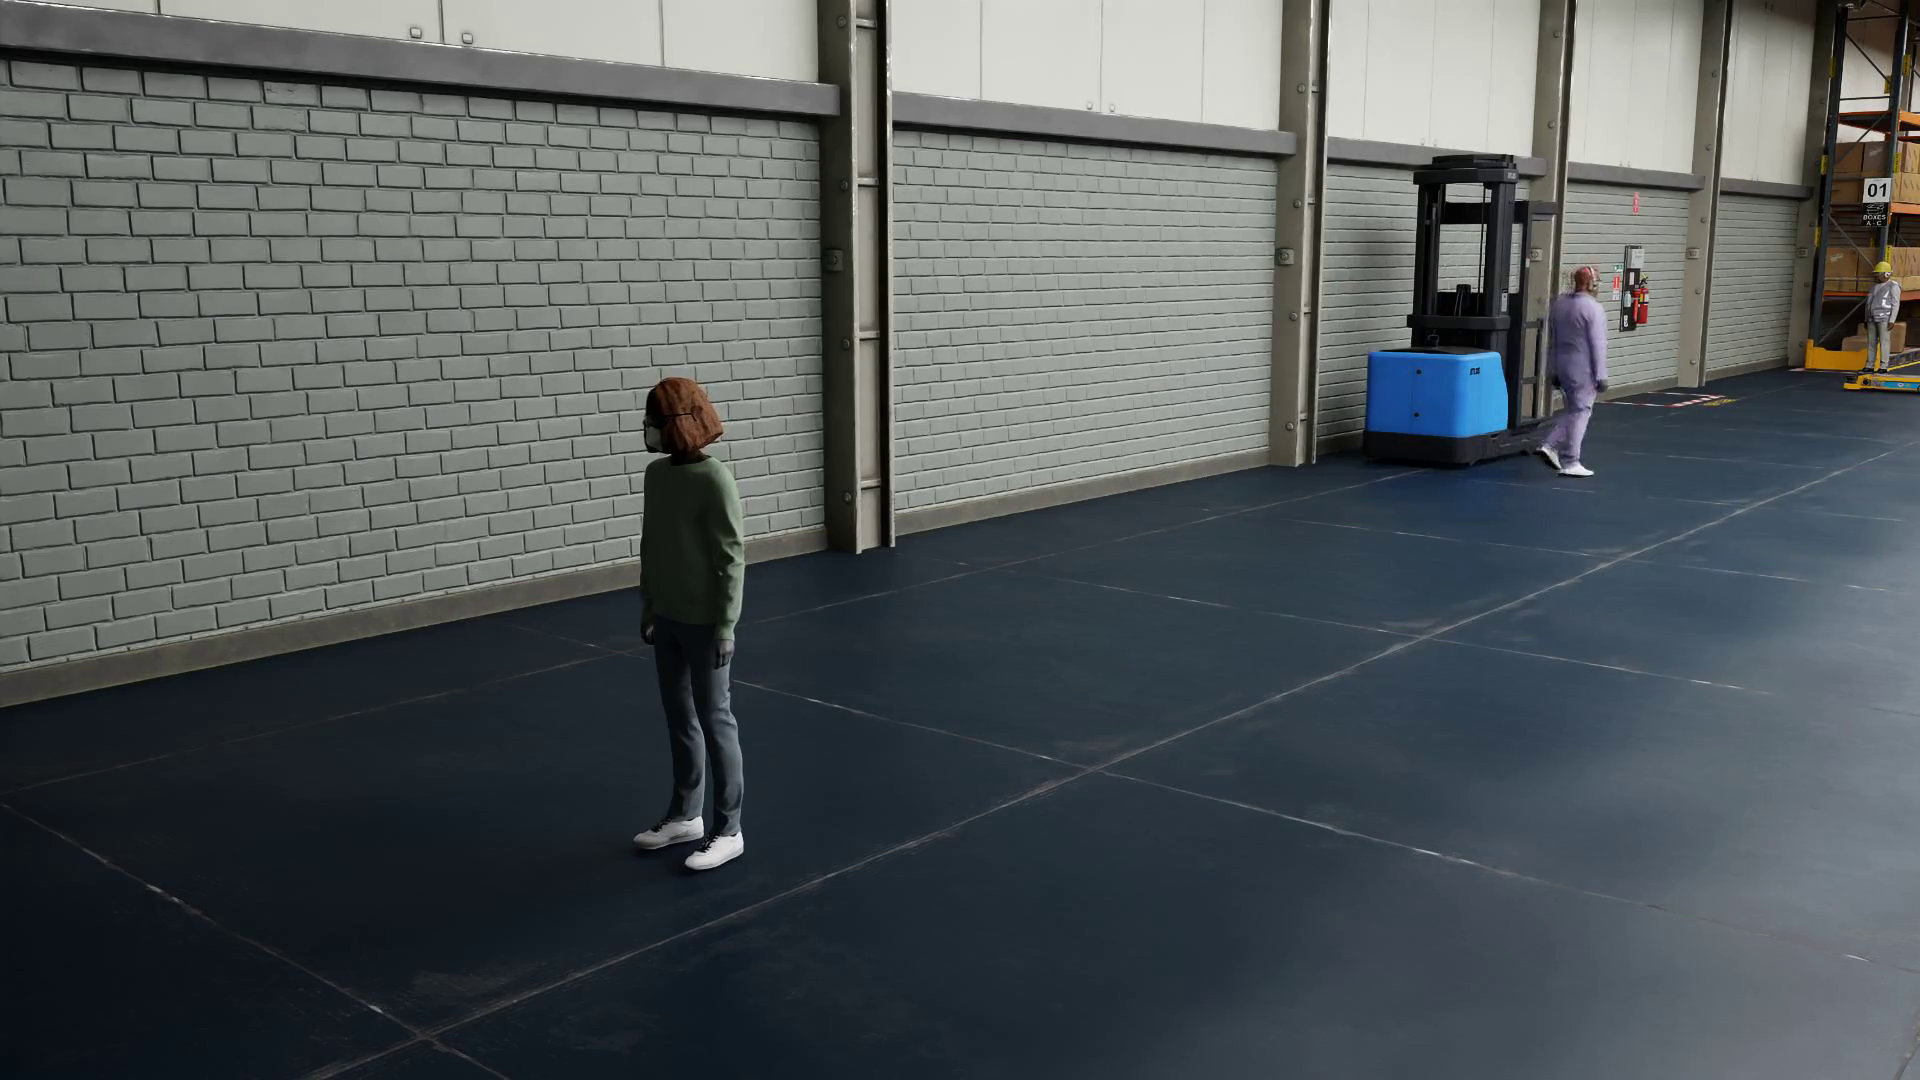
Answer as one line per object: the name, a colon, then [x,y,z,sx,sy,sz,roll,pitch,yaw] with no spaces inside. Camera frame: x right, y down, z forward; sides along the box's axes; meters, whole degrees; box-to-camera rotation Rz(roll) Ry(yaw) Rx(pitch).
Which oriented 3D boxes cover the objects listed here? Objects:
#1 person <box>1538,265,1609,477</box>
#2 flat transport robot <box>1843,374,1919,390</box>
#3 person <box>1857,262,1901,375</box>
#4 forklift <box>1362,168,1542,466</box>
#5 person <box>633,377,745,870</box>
person: [5.596,-1.515,14.987,0.420,1.898,0.640,-2,10,-10]
flat transport robot: [13.633,-2.266,24.016,1.431,0.197,0.652,8,13,40]
person: [14.921,-3.591,26.998,0.403,1.831,0.597,-3,10,-15]
forklift: [4.875,-2.212,16.287,1.129,2.768,1.873,8,13,40]
person: [-0.910,0.274,5.559,0.265,1.632,0.508,-9,13,-42]
